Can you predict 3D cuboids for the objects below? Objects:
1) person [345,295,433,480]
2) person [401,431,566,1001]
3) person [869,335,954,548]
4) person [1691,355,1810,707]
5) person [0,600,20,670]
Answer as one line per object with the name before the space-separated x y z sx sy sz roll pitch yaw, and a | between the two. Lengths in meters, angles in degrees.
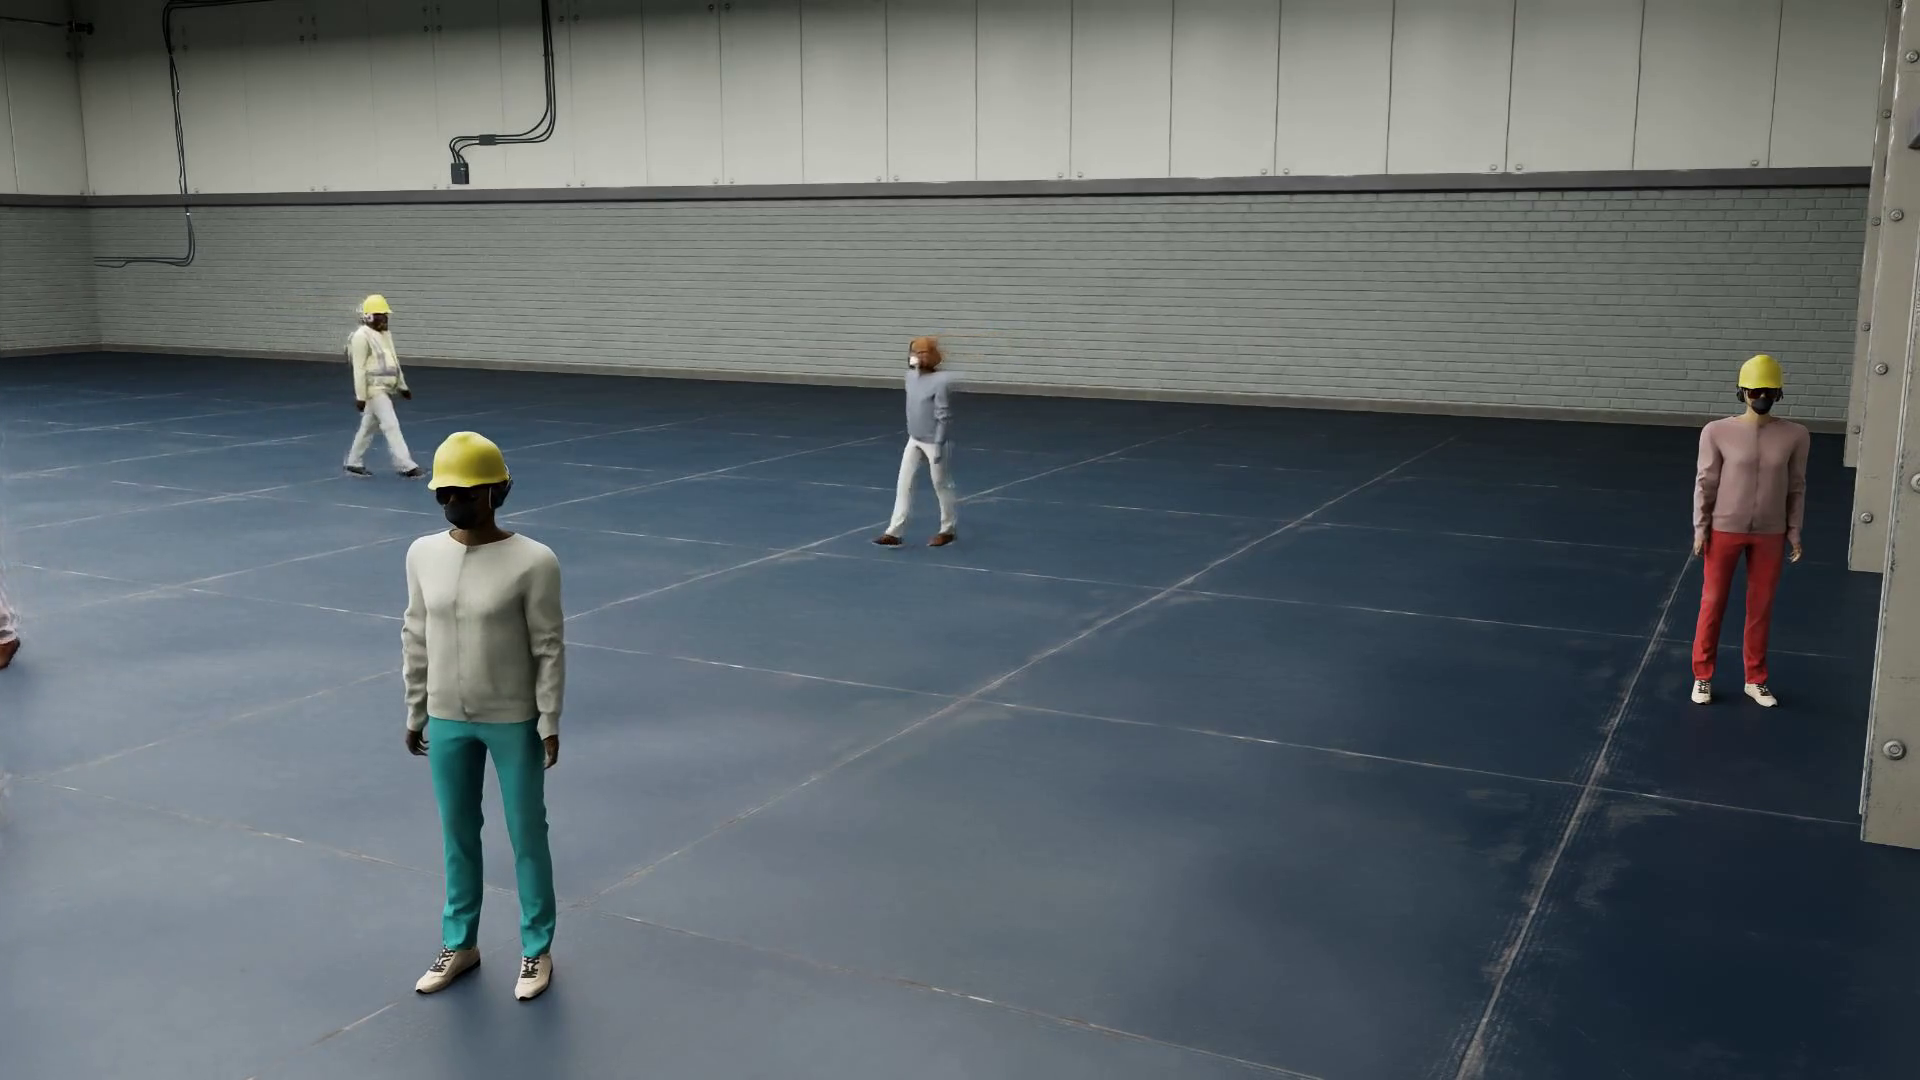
person | -5.583 -1.461 16.024 0.923 1.789 0.599 0 10 3
person | -1.467 0.545 5.120 0.524 1.769 0.314 2 11 10
person | -0.331 -0.712 12.385 0.784 1.598 0.530 -9 14 -41
person | 3.935 -0.039 8.307 0.530 1.768 0.312 2 11 8
person | -5.371 -0.153 8.645 0.635 1.870 0.960 0 10 2
